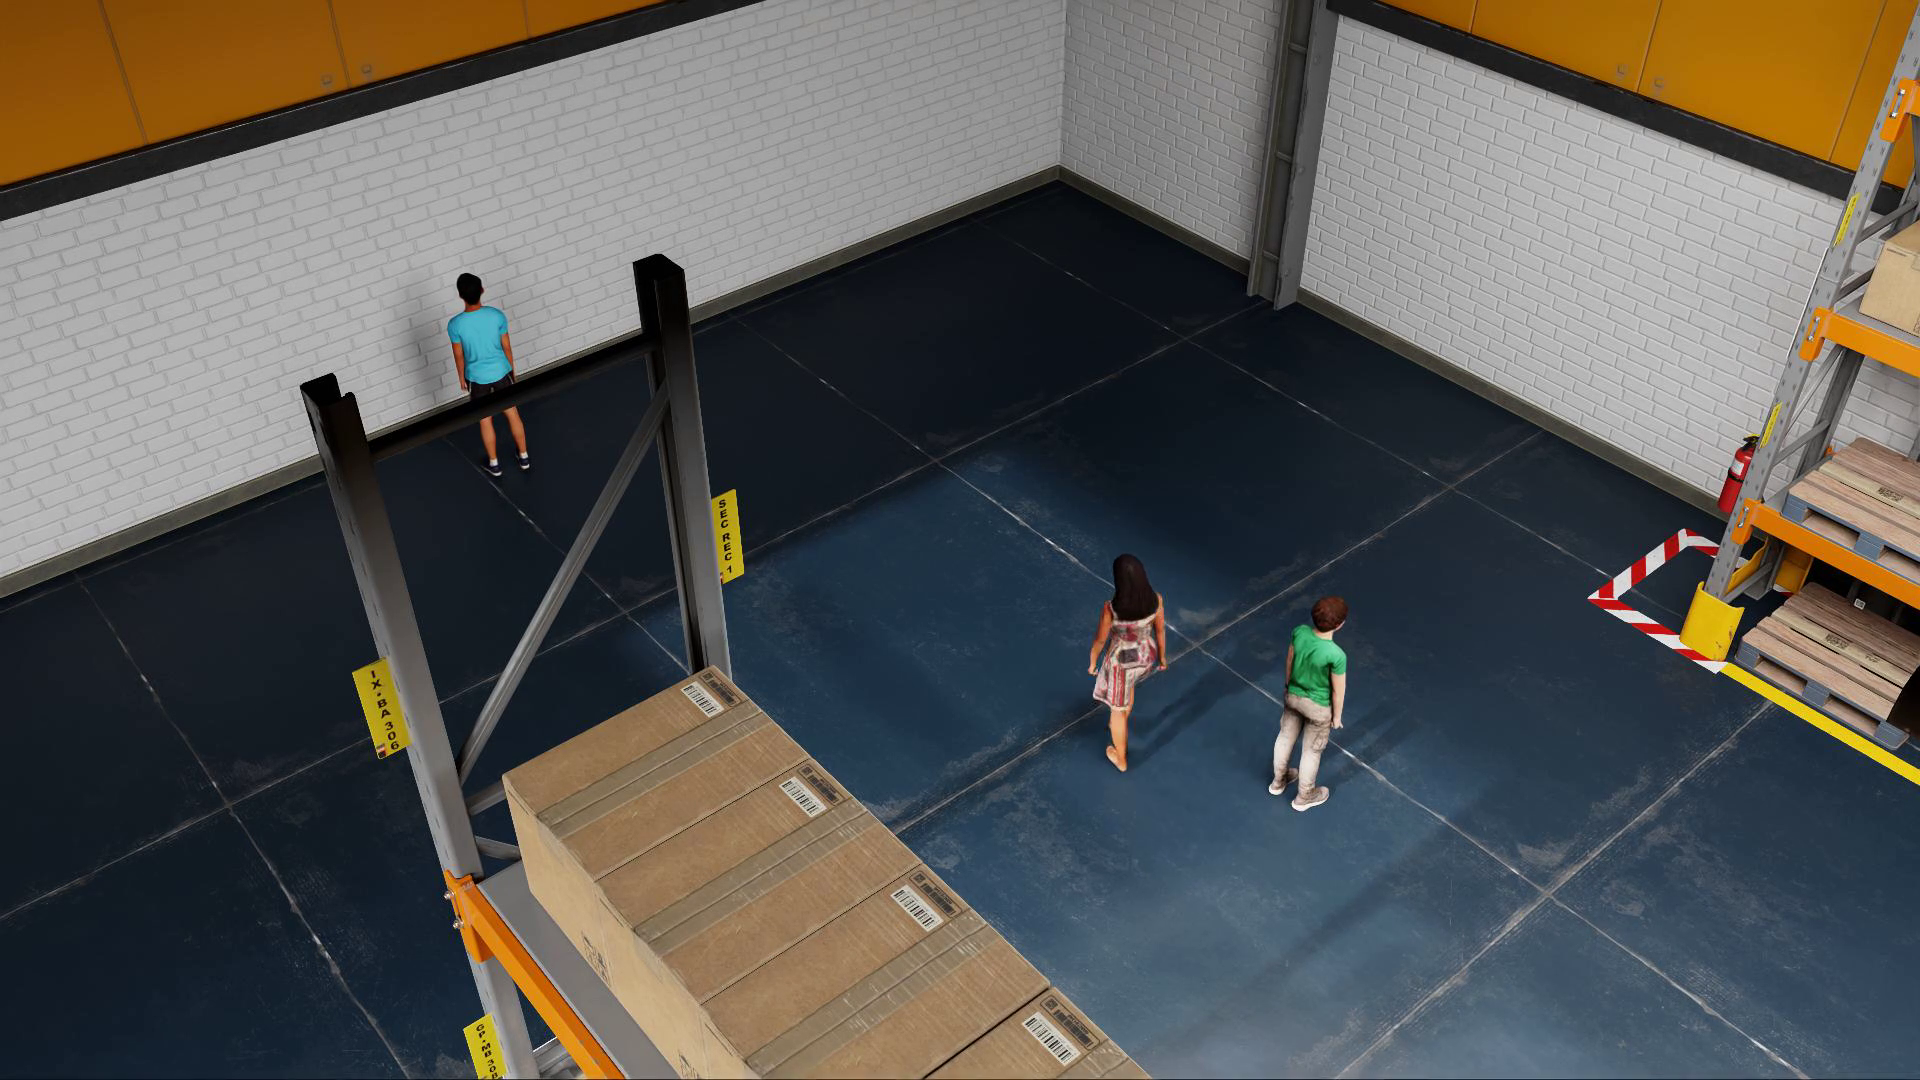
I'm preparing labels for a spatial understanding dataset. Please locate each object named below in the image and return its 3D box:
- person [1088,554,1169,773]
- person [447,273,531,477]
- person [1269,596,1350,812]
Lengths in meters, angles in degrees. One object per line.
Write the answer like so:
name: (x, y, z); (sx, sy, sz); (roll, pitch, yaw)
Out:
person: (1.132, 0.843, 10.740); (0.796, 1.607, 0.870); (-14, 41, -17)
person: (-3.765, -1.315, 13.311); (0.657, 1.770, 0.591); (-16, 41, -19)
person: (2.203, 1.016, 10.488); (0.644, 1.651, 0.449); (-28, 46, -31)
